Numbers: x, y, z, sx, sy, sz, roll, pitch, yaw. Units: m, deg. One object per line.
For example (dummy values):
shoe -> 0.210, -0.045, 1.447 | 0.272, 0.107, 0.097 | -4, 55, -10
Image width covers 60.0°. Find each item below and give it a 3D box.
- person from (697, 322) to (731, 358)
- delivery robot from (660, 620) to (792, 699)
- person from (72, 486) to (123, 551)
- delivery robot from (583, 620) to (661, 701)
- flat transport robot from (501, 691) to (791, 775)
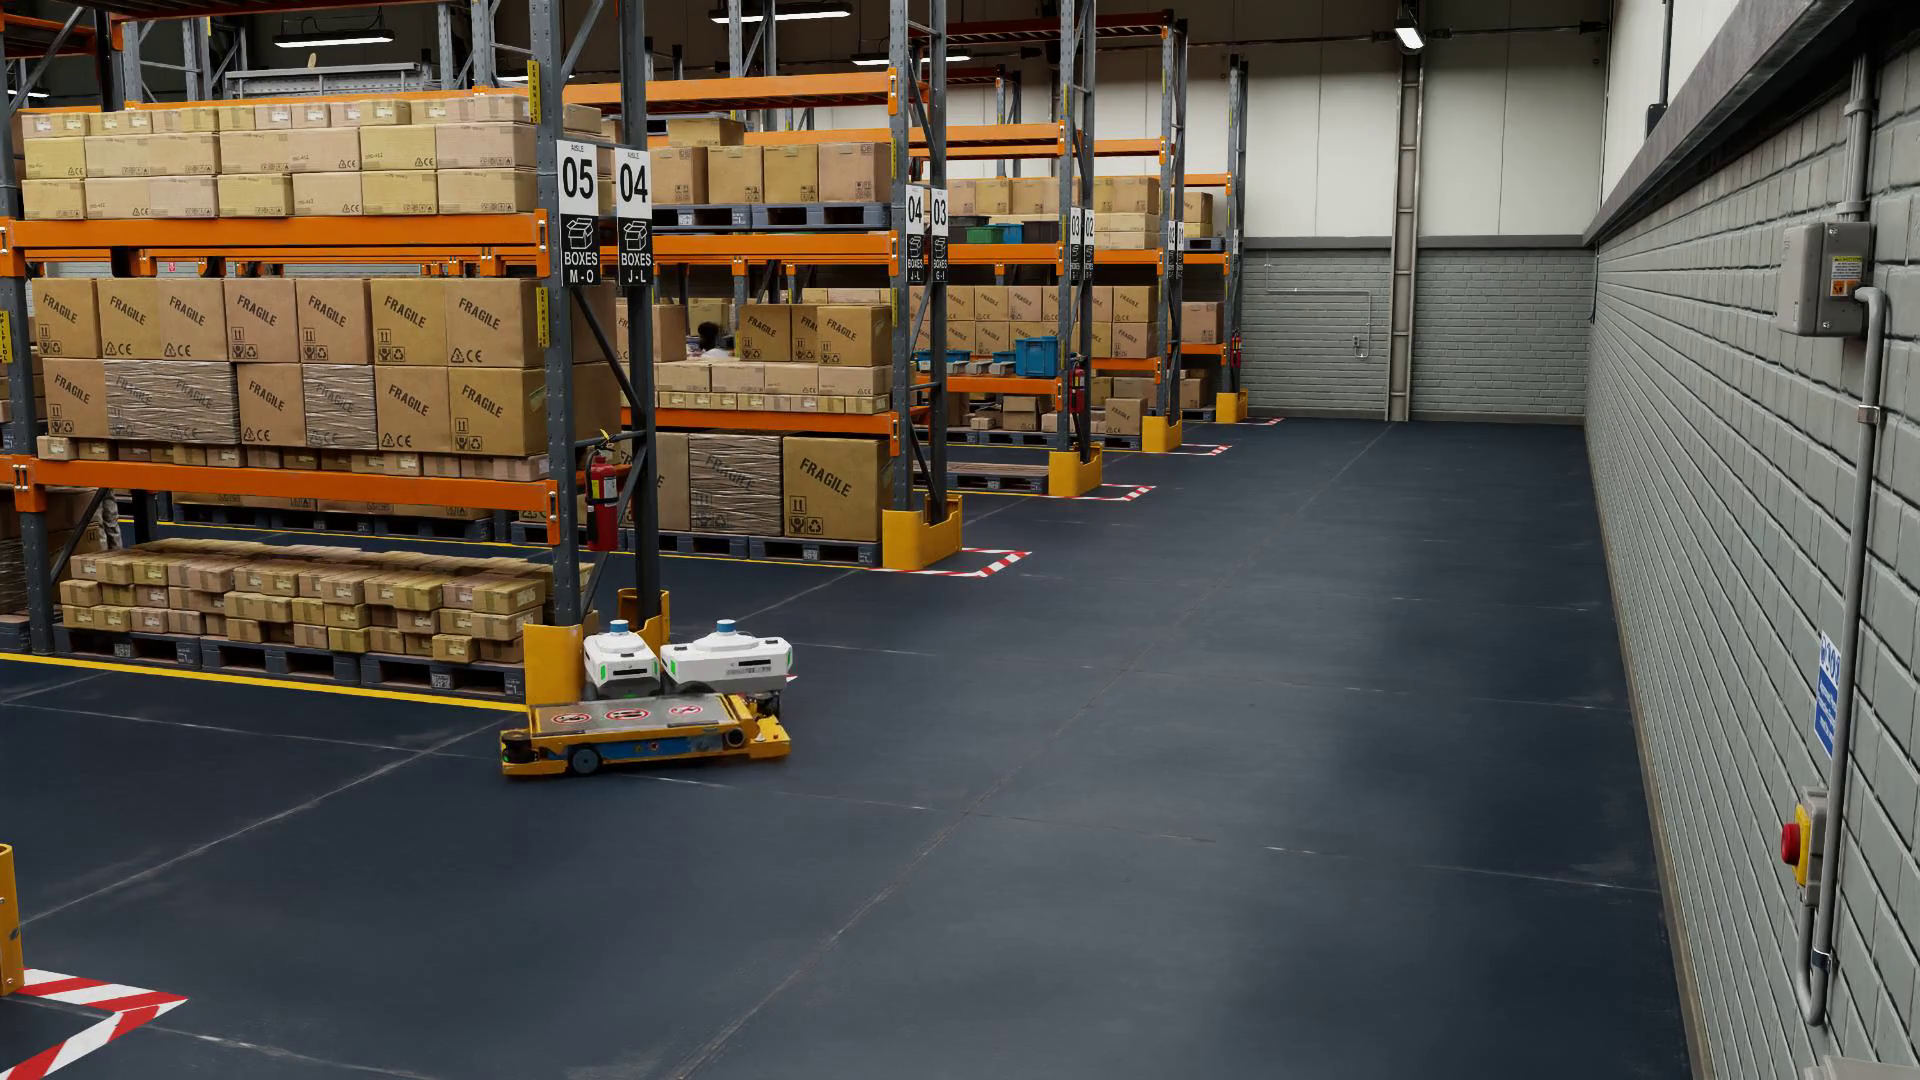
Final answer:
person -> -2.990, -1.571, 19.425 | 0.819, 1.935, 0.641 | 4, 10, 23
delivery robot -> -1.308, 0.692, 9.336 | 0.707, 0.478, 0.477 | -3, 10, -19
person -> -6.782, -0.388, 13.004 | 0.315, 1.636, 0.514 | 0, 9, 3
delivery robot -> -1.905, 0.692, 9.331 | 0.477, 0.478, 0.707 | -3, 10, -20
flat transport robot -> -1.642, 0.991, 8.643 | 1.431, 0.197, 0.652 | -3, 9, -15
